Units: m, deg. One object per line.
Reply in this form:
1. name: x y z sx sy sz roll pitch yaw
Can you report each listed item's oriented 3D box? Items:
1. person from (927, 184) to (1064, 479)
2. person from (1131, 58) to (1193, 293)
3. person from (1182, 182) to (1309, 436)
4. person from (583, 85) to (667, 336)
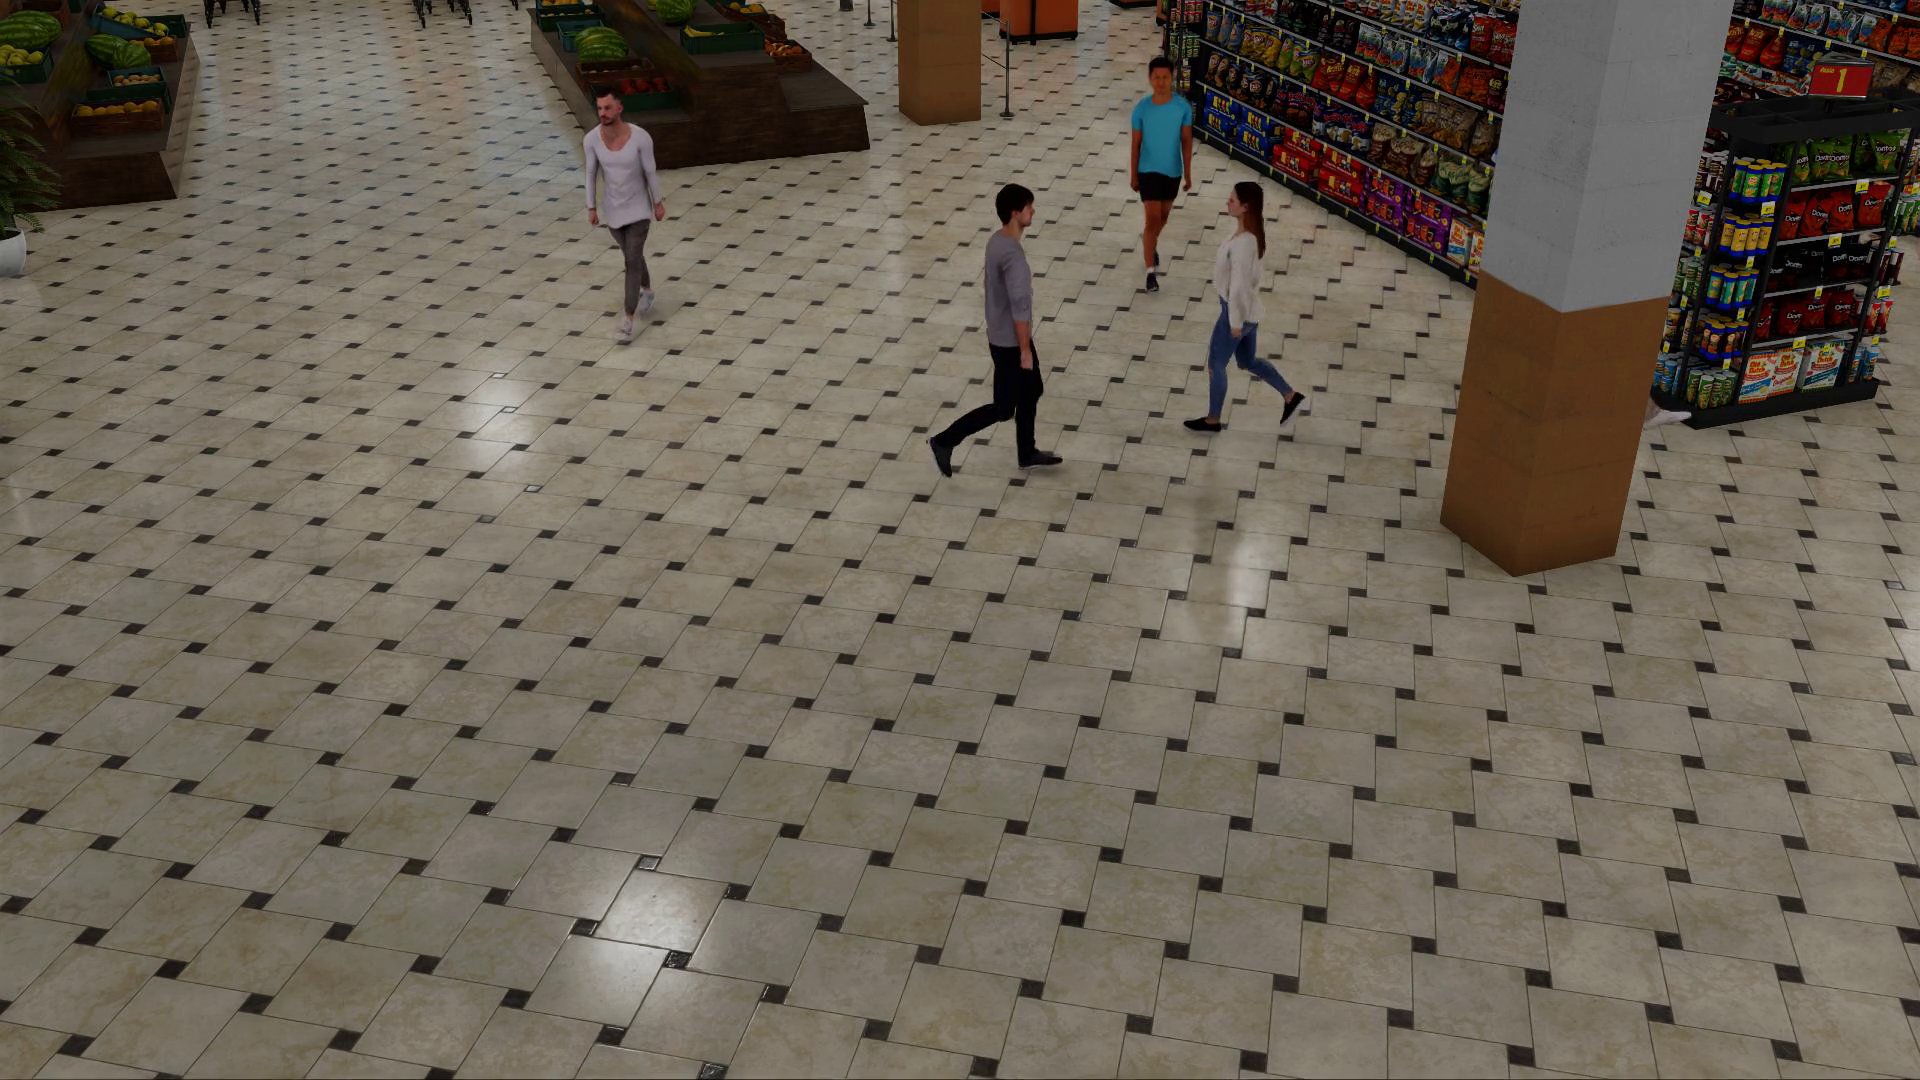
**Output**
1. person: 0.208 -1.181 9.863 0.944 1.815 1.106 -2 29 -4
2. person: 1.565 -2.894 13.084 0.826 1.735 1.208 -3 29 -5
3. person: 1.831 -1.403 10.421 1.045 1.669 1.039 8 30 15
4. person: -2.419 -2.441 12.210 1.076 1.778 1.280 5 29 10
